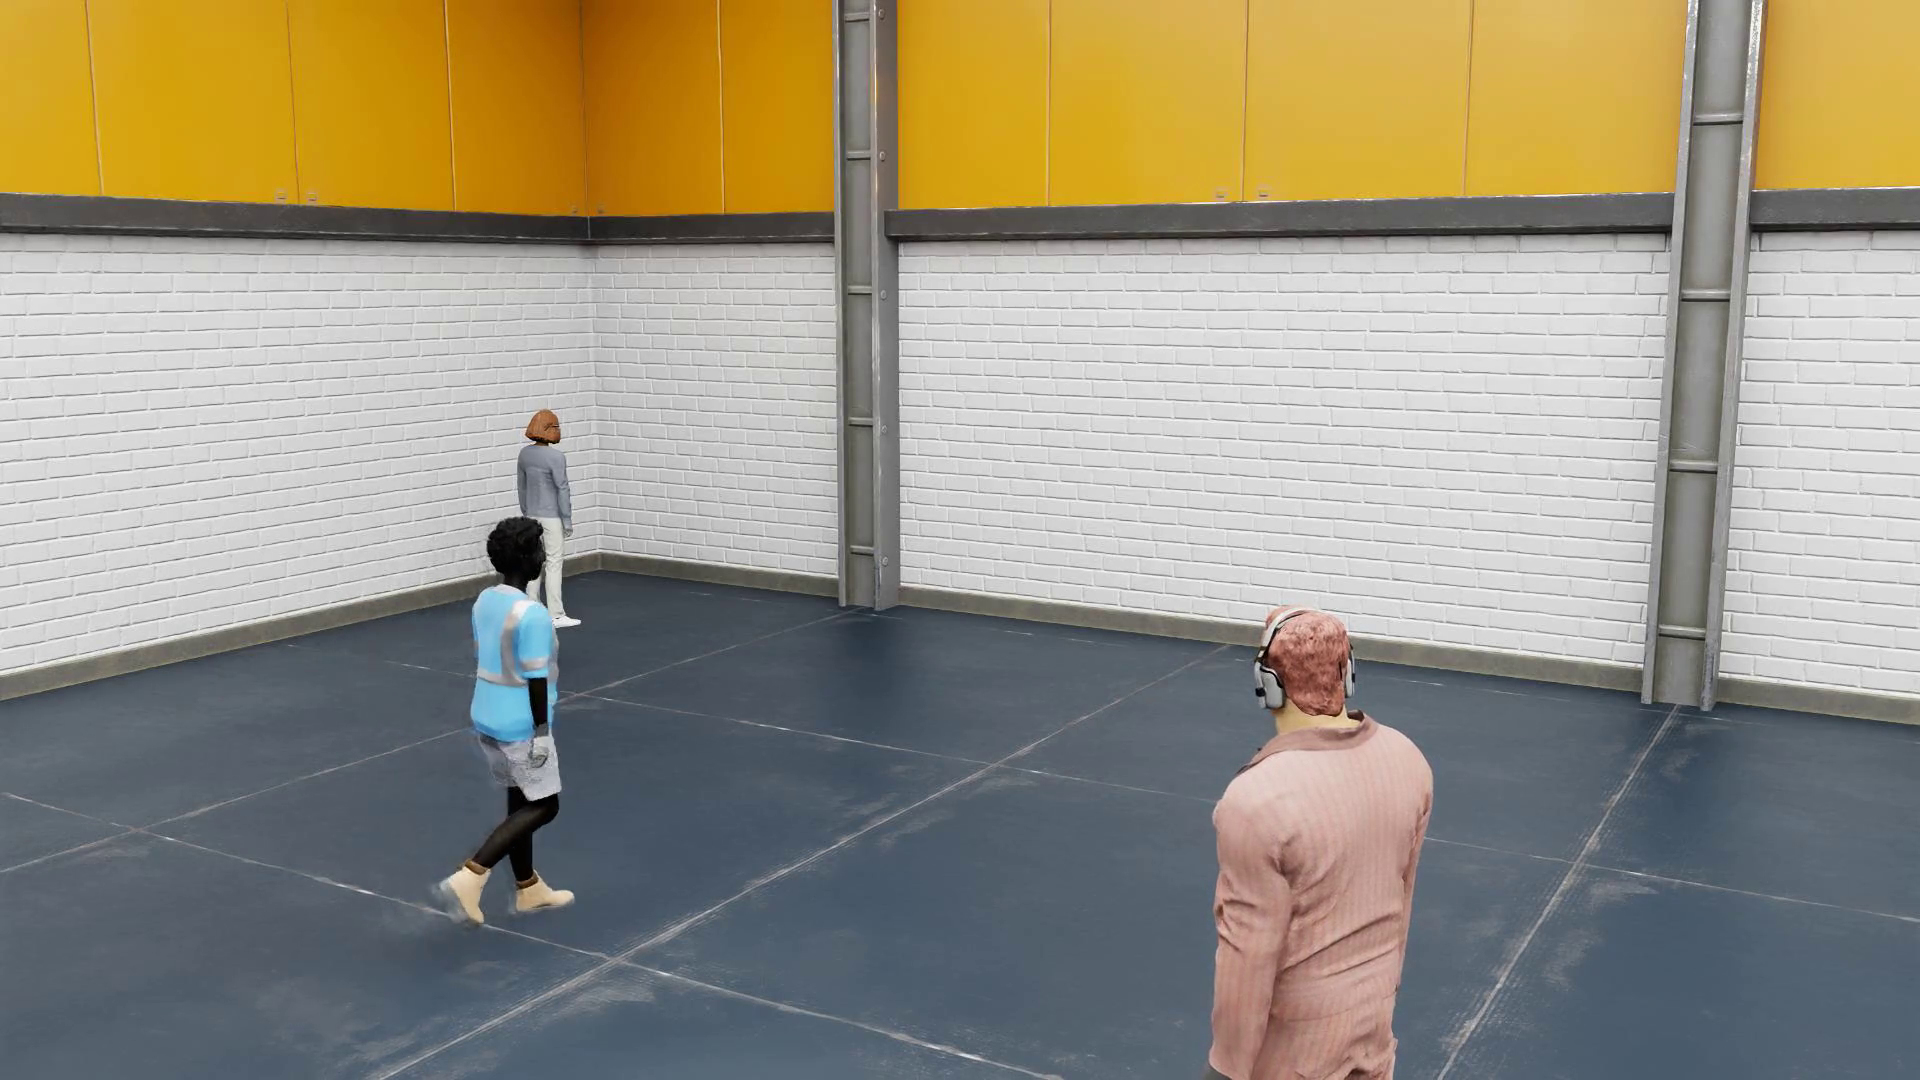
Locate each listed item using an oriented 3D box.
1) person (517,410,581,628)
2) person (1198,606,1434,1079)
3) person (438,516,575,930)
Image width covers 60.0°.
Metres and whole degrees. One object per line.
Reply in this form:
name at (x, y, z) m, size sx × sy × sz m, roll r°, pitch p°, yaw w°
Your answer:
person at (-3.098, -0.158, 12.472) m, size 0.509 × 1.632 × 0.268 m, roll 6°, pitch 11°, yaw 35°
person at (0.779, 1.092, 3.839) m, size 0.638 × 1.904 × 0.402 m, roll -7°, pitch 12°, yaw -38°
person at (-1.839, 0.745, 6.669) m, size 0.546 × 1.686 × 0.540 m, roll -8°, pitch 12°, yaw -40°
